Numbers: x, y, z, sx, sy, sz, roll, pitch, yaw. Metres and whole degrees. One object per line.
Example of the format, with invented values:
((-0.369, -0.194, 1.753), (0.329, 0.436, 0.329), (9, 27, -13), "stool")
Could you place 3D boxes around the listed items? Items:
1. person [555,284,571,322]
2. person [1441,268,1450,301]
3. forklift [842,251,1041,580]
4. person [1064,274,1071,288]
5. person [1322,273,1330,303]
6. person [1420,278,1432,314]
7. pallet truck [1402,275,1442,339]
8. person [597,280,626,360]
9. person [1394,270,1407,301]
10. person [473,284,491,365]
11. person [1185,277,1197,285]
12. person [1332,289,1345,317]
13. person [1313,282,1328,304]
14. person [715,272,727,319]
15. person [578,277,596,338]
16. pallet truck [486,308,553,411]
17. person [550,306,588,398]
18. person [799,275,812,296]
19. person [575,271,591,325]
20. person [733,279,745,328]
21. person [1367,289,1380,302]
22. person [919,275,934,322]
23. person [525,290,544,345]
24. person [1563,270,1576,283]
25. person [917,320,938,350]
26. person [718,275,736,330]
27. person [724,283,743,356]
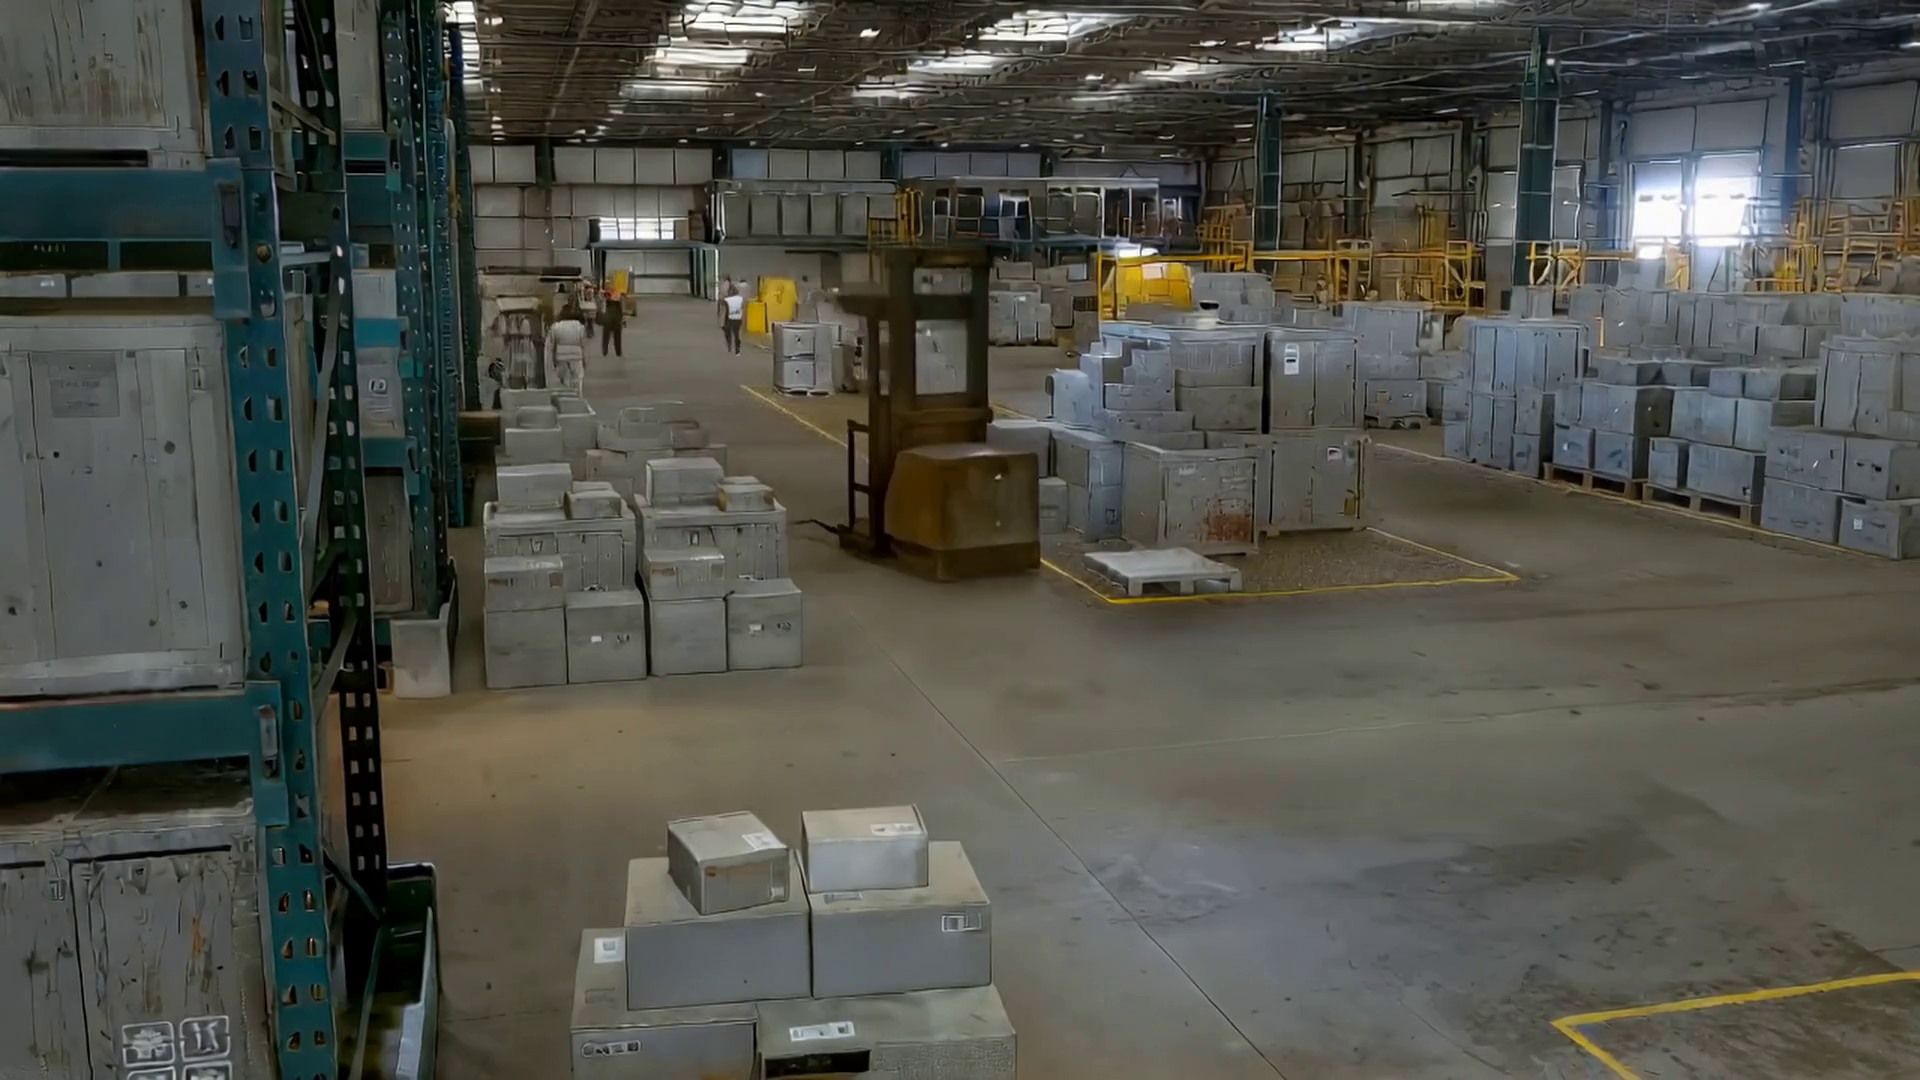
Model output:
((-12.661, -7.320, 53.009), (0.535, 1.682, 0.394), (2, 10, 11), "person")
((21.980, -11.388, 75.305), (0.402, 1.944, 0.605), (2, 10, 13), "person")
((-0.168, -1.176, 14.832), (1.129, 2.768, 1.873), (-5, 11, -28), "forklift")
((3.936, -9.035, 62.306), (0.515, 1.826, 0.401), (-8, 13, -37), "person")
((15.795, -10.702, 72.041), (0.497, 1.726, 0.489), (-5, 11, -26), "person")
((15.136, -7.624, 54.009), (0.372, 1.940, 0.632), (6, 12, 32), "person")
((14.620, -7.324, 52.145), (0.823, 1.965, 1.885), (8, 13, 40), "pallet truck")
((-8.776, -5.544, 41.945), (0.598, 2.000, 0.717), (9, 14, 43), "person")
((19.496, -11.014, 73.483), (0.430, 1.845, 0.619), (-7, 12, -35), "person")
((-11.372, -5.091, 39.580), (0.814, 1.960, 0.644), (2, 10, 11), "person")
((8.031, -8.232, 57.842), (0.647, 1.805, 0.495), (2, 10, 9), "person")
((8.857, -4.897, 38.760), (0.355, 1.876, 0.574), (-6, 12, -32), "person")
((11.968, -7.725, 55.296), (0.534, 1.692, 0.321), (7, 12, 36), "person")
((-9.393, -9.630, 65.614), (0.516, 1.852, 0.413), (0, 10, 1), "person")
((-11.756, -7.334, 52.456), (0.573, 1.909, 0.701), (-1, 10, -5), "person")
((-6.242, -2.418, 24.362), (0.823, 1.965, 1.885), (1, 10, 3), "pallet truck")
((-6.763, -3.122, 28.793), (0.625, 1.844, 0.429), (-3, 11, -18), "person")
((-5.458, -8.390, 58.579), (0.555, 1.851, 0.423), (-5, 11, -27), "person")
((-13.763, -8.826, 60.737), (0.600, 1.967, 0.368), (-8, 13, -37), "person")
((-7.758, -8.289, 58.324), (0.484, 1.733, 0.548), (-6, 12, -32), "person")
((9.228, -4.688, 37.458), (0.406, 1.918, 0.583), (4, 11, 20), "person")
((-1.125, -7.790, 55.002), (0.592, 1.922, 0.392), (-9, 13, -40), "person")
((-12.437, -6.500, 48.655), (0.520, 1.584, 0.867), (3, 11, 17), "person")
((23.532, -9.482, 64.494), (0.667, 1.956, 0.508), (-7, 12, -35), "person")
((-0.757, -4.089, 34.975), (0.871, 1.594, 0.520), (-5, 11, -27), "person")
((-7.947, -8.137, 57.058), (0.565, 1.882, 0.975), (6, 12, 31), "person")
((-5.929, -5.745, 43.491), (0.609, 1.902, 0.477), (-10, 14, -43), "person")
